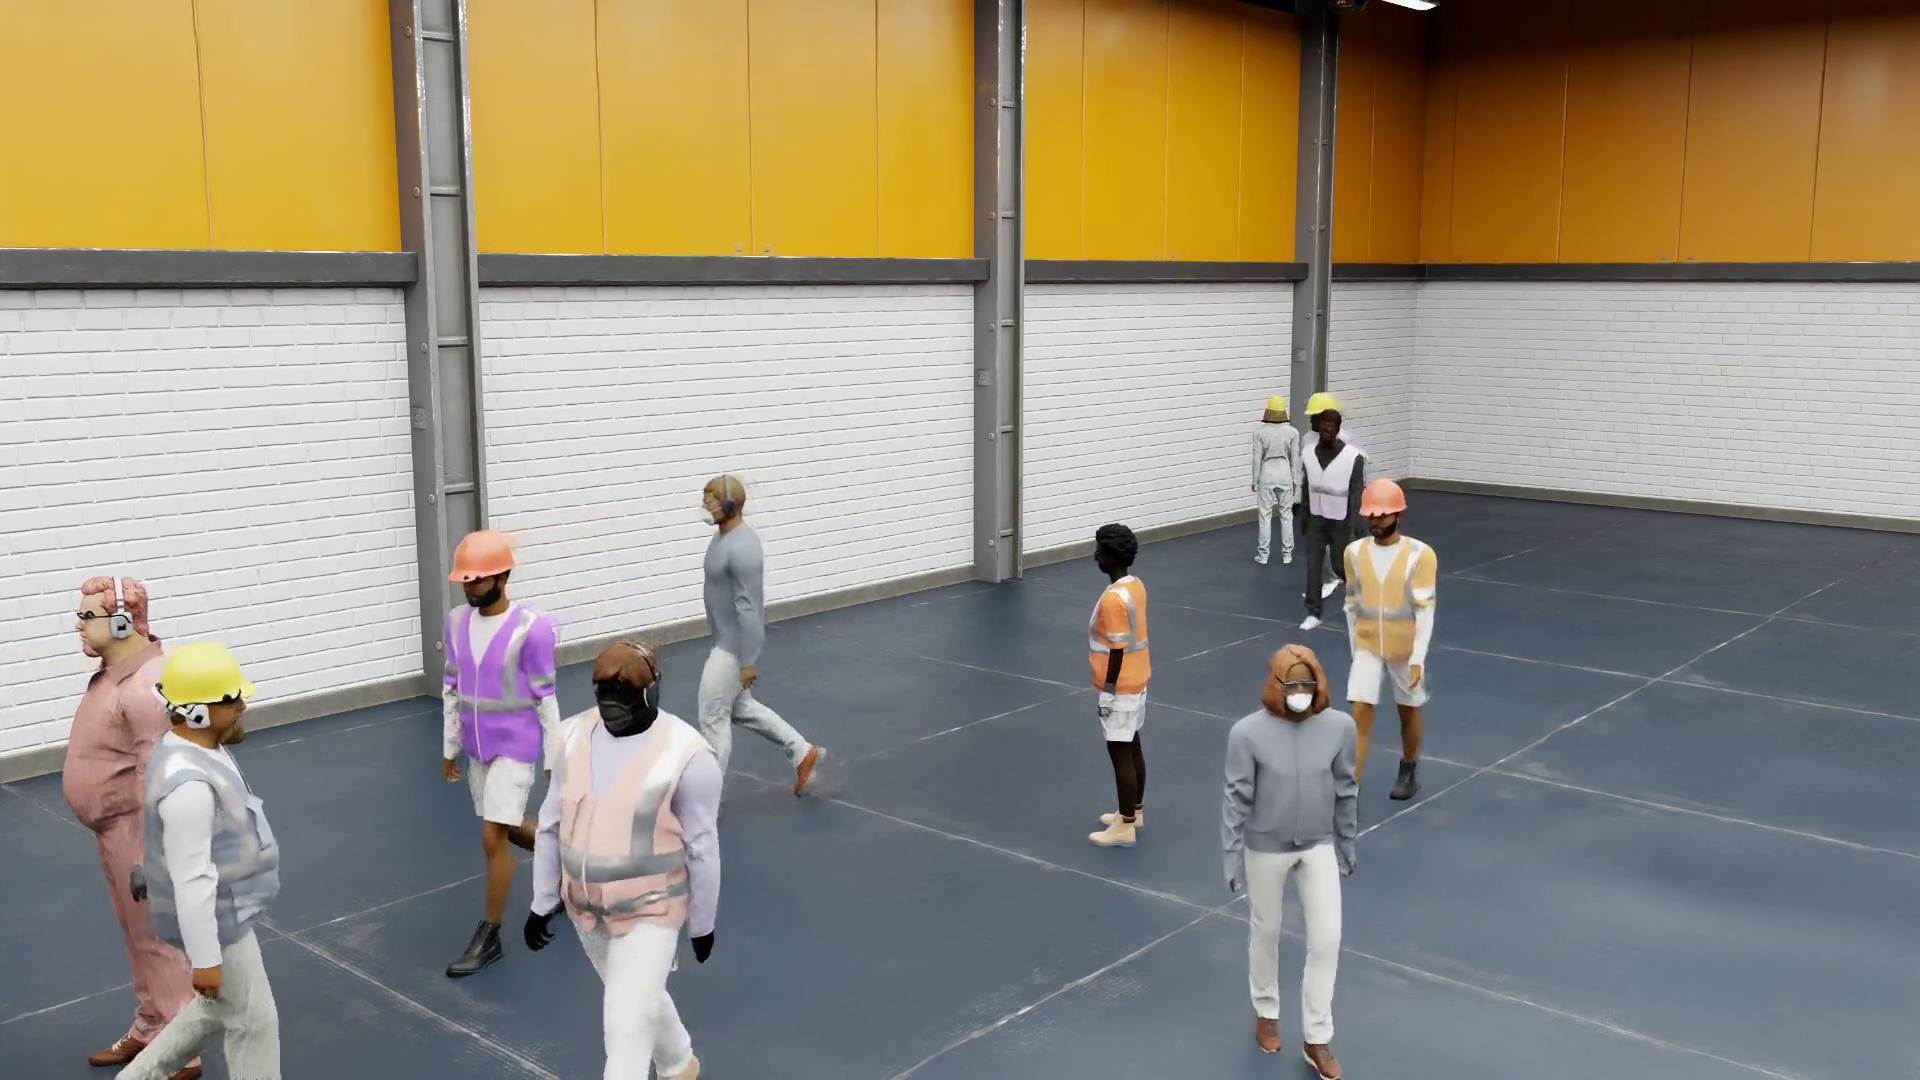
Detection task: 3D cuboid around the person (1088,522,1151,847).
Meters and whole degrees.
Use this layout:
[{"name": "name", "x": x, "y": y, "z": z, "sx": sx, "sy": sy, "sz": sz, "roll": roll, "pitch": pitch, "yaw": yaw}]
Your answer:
[{"name": "person", "x": 0.830, "y": 0.752, "z": 8.707, "sx": 0.317, "sy": 1.697, "sz": 0.540, "roll": 3, "pitch": 9, "yaw": 18}]

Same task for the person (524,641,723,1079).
[{"name": "person", "x": -1.093, "y": 1.203, "z": 5.555, "sx": 0.619, "sy": 1.805, "sz": 0.943, "roll": 5, "pitch": 10, "yaw": 27}]

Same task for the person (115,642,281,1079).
[{"name": "person", "x": -2.500, "y": 1.219, "z": 5.424, "sx": 0.700, "sy": 1.809, "sz": 0.602, "roll": -4, "pitch": 10, "yaw": -25}]

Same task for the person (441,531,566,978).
[{"name": "person", "x": -1.972, "y": 0.873, "z": 7.341, "sx": 0.568, "sy": 1.905, "sz": 0.888, "roll": 4, "pitch": 10, "yaw": 26}]

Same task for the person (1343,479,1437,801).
[{"name": "person", "x": 2.342, "y": 0.596, "z": 9.172, "sx": 0.549, "sy": 1.875, "sz": 1.043, "roll": 6, "pitch": 11, "yaw": 31}]

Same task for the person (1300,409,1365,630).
[{"name": "person", "x": 3.203, "y": -0.197, "z": 14.124, "sx": 0.640, "sy": 1.881, "sz": 0.787, "roll": 8, "pitch": 12, "yaw": 42}]

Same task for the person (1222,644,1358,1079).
[{"name": "person", "x": 1.249, "y": 1.194, "z": 6.195, "sx": 0.538, "sy": 1.608, "sz": 0.660, "roll": 0, "pitch": 9, "yaw": -3}]

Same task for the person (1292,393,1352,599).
[{"name": "person", "x": 3.295, "y": -0.391, "z": 15.217, "sx": 0.443, "sy": 1.909, "sz": 0.606, "roll": -4, "pitch": 10, "yaw": -25}]

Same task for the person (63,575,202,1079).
[{"name": "person", "x": -3.025, "y": 1.069, "z": 6.068, "sx": 0.409, "sy": 1.909, "sz": 0.640, "roll": -7, "pitch": 11, "yaw": -37}]

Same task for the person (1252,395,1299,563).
[{"name": "person", "x": 3.253, "y": -0.623, "z": 17.203, "sx": 0.484, "sy": 1.744, "sz": 0.296, "roll": 0, "pitch": 9, "yaw": 1}]

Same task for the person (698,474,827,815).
[{"name": "person", "x": -1.183, "y": 0.575, "z": 9.162, "sx": 0.863, "sy": 1.913, "sz": 0.639, "roll": -3, "pitch": 9, "yaw": -16}]
